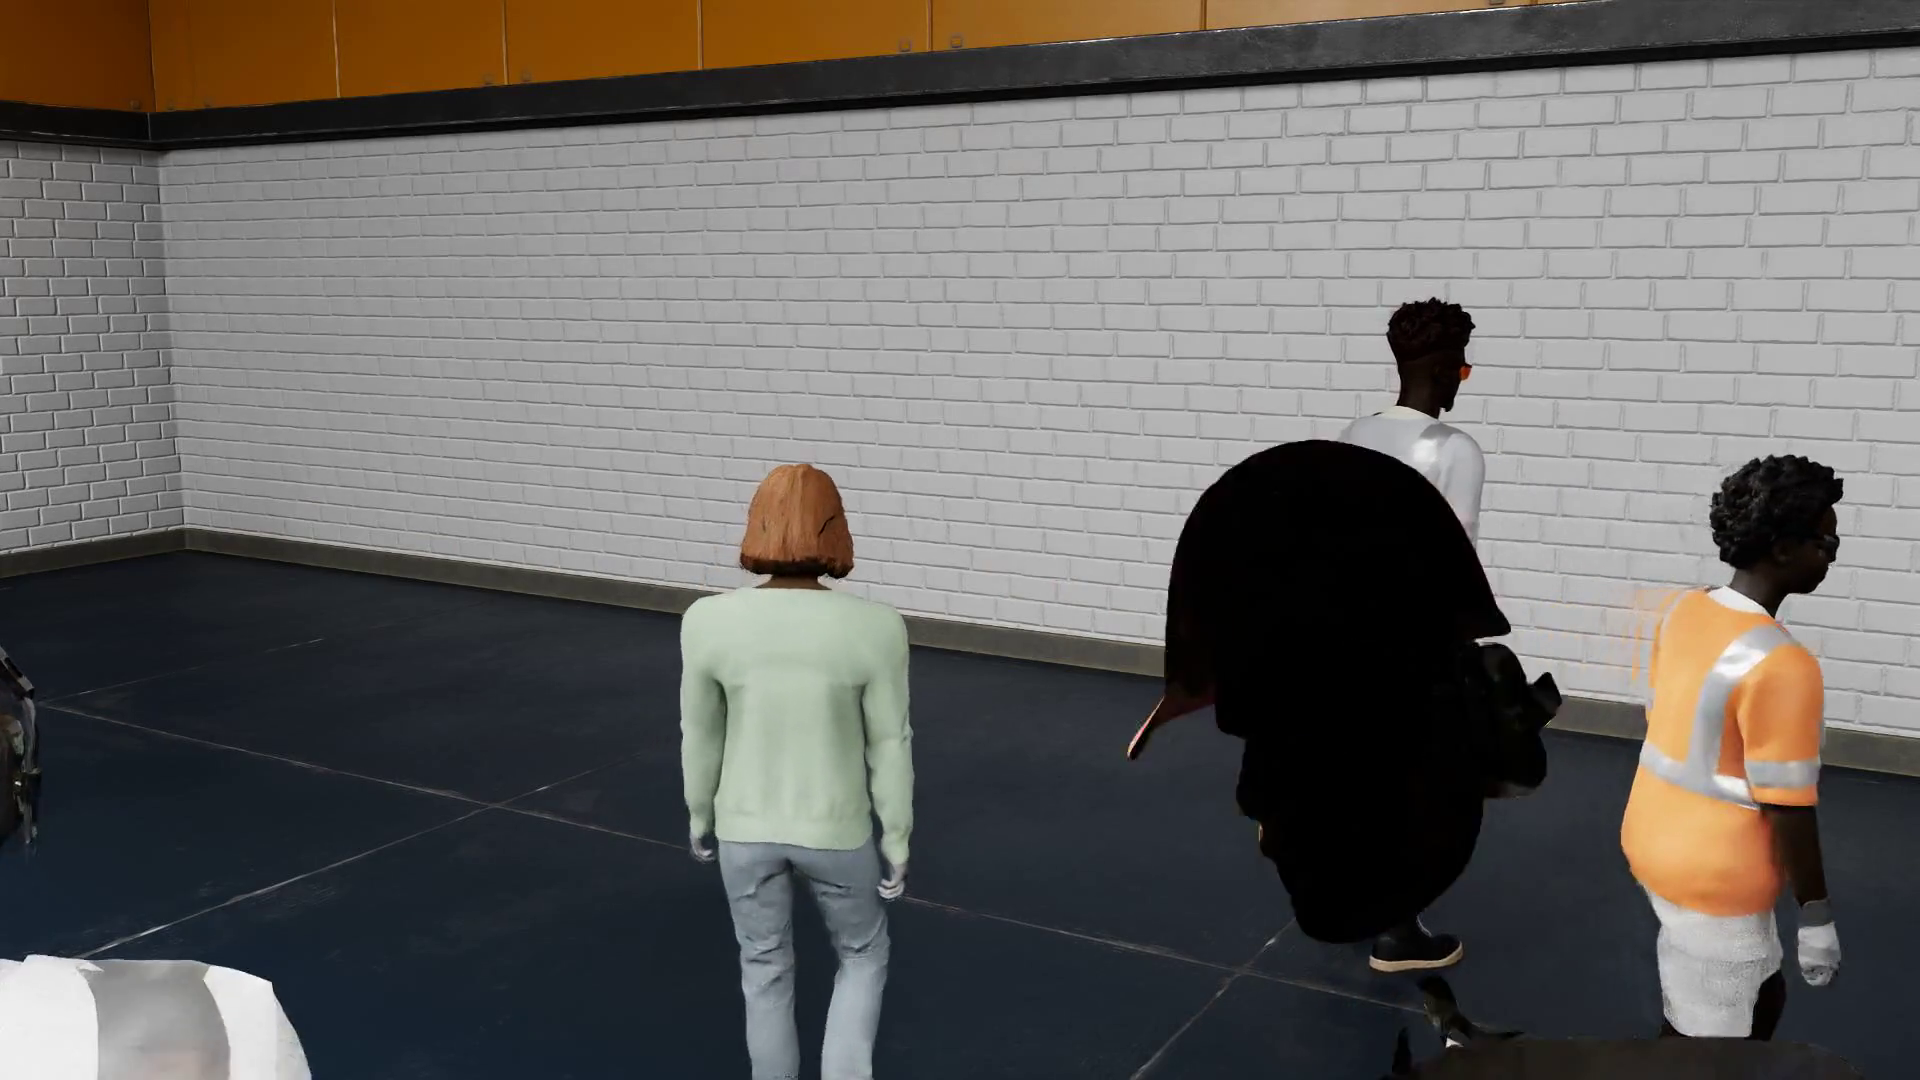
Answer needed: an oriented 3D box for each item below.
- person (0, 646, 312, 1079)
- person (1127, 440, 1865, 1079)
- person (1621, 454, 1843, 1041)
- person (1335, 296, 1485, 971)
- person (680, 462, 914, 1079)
[{"bbox_3d":[-0.773,0.906,1.302,0.614,1.832,0.984,-4,10,-23],"label":"person"},{"bbox_3d":[0.296,0.906,0.930,0.617,1.956,0.841,-3,10,-19],"label":"person"},{"bbox_3d":[1.582,0.666,3.281,0.600,1.674,0.554,1,9,5],"label":"person"},{"bbox_3d":[1.308,0.274,4.881,0.376,1.958,0.606,-4,10,-22],"label":"person"},{"bbox_3d":[-0.356,0.640,3.620,0.523,1.624,0.386,1,9,3],"label":"person"}]
